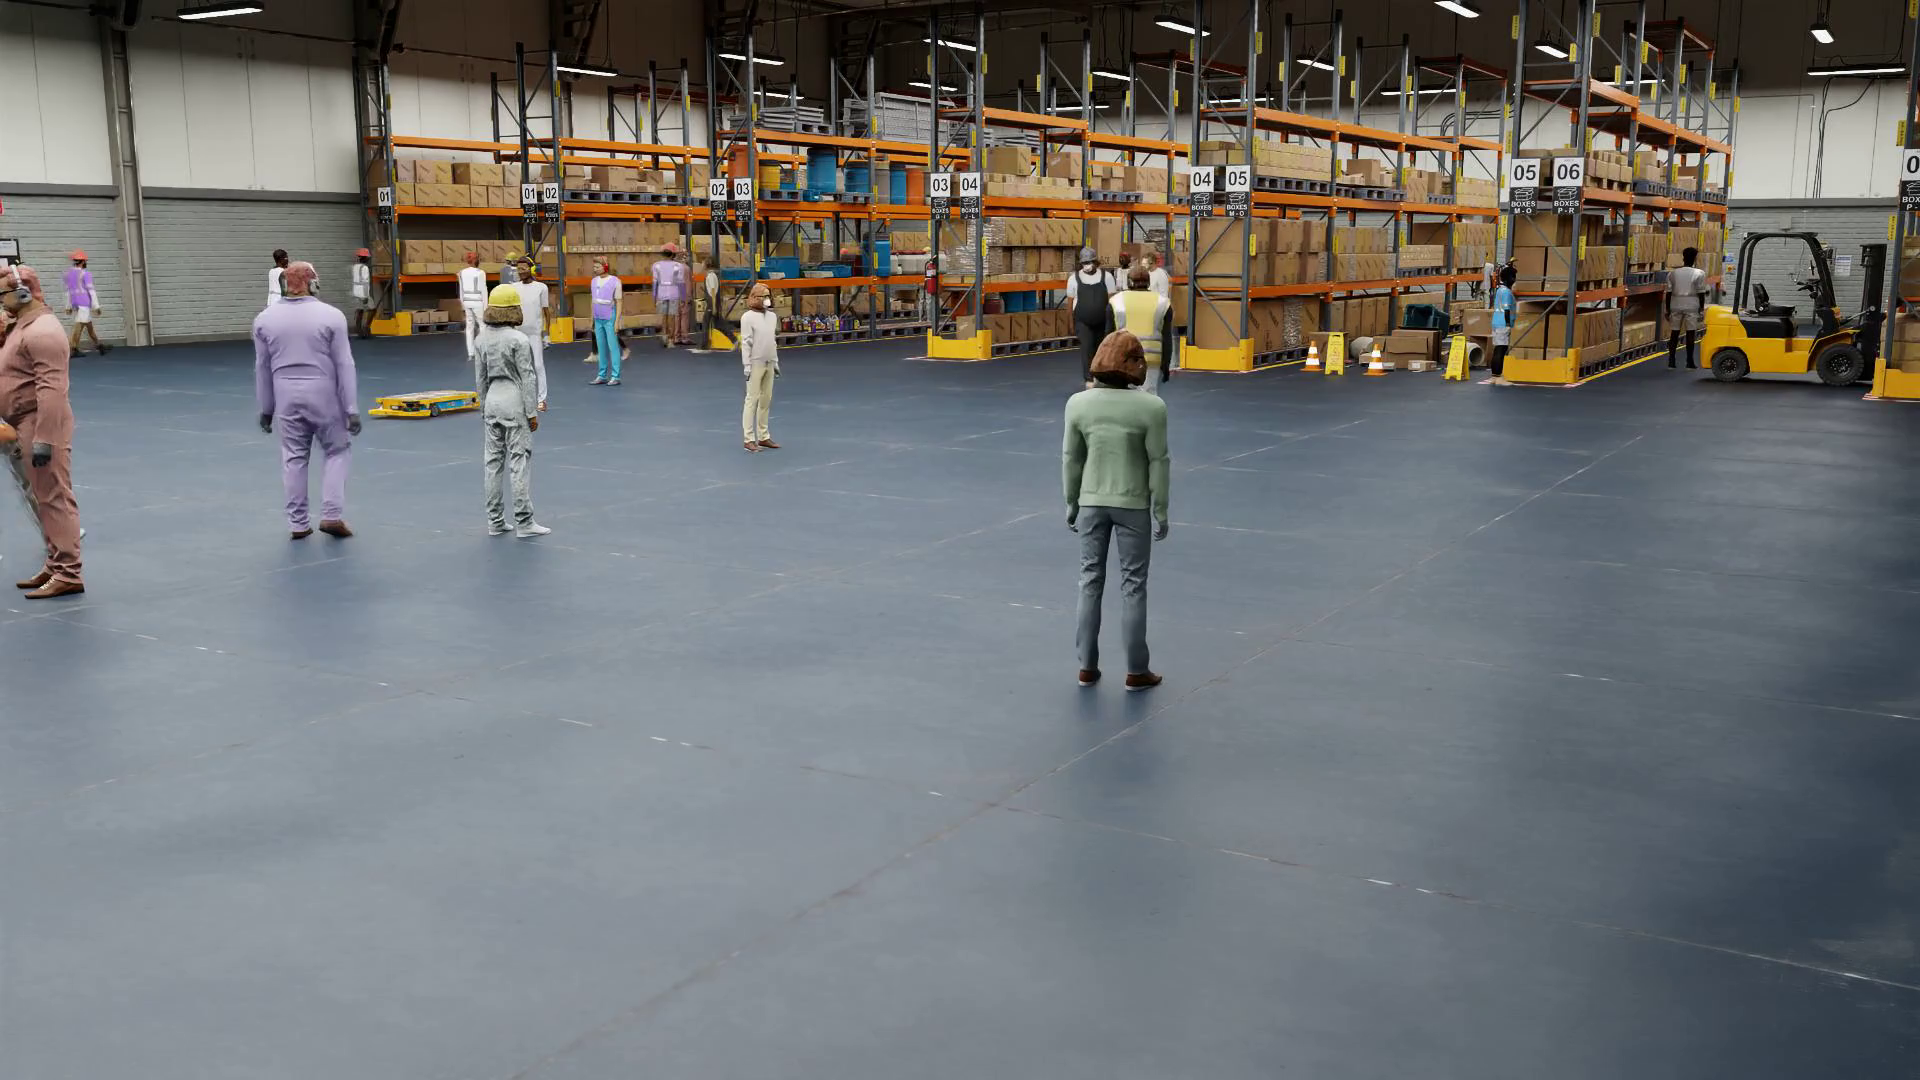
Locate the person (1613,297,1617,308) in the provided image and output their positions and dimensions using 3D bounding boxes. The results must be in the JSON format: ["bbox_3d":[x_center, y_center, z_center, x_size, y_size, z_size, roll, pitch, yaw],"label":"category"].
[{"bbox_3d":[16.192,-6.127,40.566,0.634,1.841,0.429,-7,12,-35],"label":"person"}]

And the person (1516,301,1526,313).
[{"bbox_3d":[13.267,-5.833,39.098,0.797,1.806,0.636,-3,11,-16],"label":"person"}]

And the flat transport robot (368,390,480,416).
[{"bbox_3d":[-6.291,-1.634,19.797,0.652,0.197,1.431,4,11,22],"label":"flat transport robot"}]

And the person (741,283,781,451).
[{"bbox_3d":[-1.949,-1.691,16.298,0.268,1.632,0.507,7,12,32],"label":"person"}]

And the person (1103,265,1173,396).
[{"bbox_3d":[1.649,-1.633,15.449,0.653,1.823,0.432,0,10,1],"label":"person"}]

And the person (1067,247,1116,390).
[{"bbox_3d":[1.845,-3.160,23.389,0.678,2.000,1.043,-1,10,-4],"label":"person"}]

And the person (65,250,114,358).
[{"bbox_3d":[-15.589,-4.212,29.701,0.570,1.884,0.967,5,11,26],"label":"person"}]

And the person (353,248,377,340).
[{"bbox_3d":[-12.544,-5.176,35.022,0.551,1.916,0.497,8,13,39],"label":"person"}]

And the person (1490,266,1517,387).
[{"bbox_3d":[7.729,-3.029,23.633,0.319,1.693,0.532,1,10,5],"label":"person"}]

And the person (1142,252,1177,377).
[{"bbox_3d":[2.958,-3.406,25.207,0.680,1.895,0.672,-4,11,-23],"label":"person"}]

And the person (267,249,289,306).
[{"bbox_3d":[-11.377,-3.901,27.878,0.395,1.920,0.587,-9,14,-41],"label":"person"}]

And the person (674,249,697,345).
[{"bbox_3d":[-5.507,-4.845,33.203,0.403,1.906,0.652,-8,13,-37],"label":"person"}]

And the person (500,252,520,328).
[{"bbox_3d":[-9.683,-5.296,35.977,0.633,1.822,0.406,8,13,38],"label":"person"}]

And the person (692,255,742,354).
[{"bbox_3d":[-4.458,-4.312,30.508,0.876,1.818,0.517,-1,10,-4],"label":"person"}]

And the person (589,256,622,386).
[{"bbox_3d":[-5.039,-3.120,23.731,0.564,1.837,0.388,7,12,33],"label":"person"}]

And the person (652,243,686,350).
[{"bbox_3d":[-5.543,-4.660,31.834,0.628,2.020,0.629,1,10,5],"label":"person"}]

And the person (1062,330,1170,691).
[{"bbox_3d":[0.711,-0.132,7.570,0.504,1.631,0.280,5,11,26],"label":"person"}]

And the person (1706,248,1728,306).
[{"bbox_3d":[18.153,-6.020,39.751,0.599,1.907,0.637,-9,14,-42],"label":"person"}]

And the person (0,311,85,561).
[{"bbox_3d":[-6.086,-0.664,10.656,0.508,1.580,0.832,3,11,17],"label":"person"}]

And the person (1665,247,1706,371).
[{"bbox_3d":[11.573,-3.688,26.552,0.609,1.964,0.367,8,13,39],"label":"person"}]

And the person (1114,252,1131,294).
[{"bbox_3d":[3.081,-4.480,31.300,0.592,1.859,0.752,7,13,36],"label":"person"}]

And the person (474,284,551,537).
[{"bbox_3d":[-3.116,-0.890,11.510,0.484,1.744,0.295,5,11,25],"label":"person"}]

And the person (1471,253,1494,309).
[{"bbox_3d":[12.292,-5.882,39.153,0.510,1.860,0.334,2,10,13],"label":"person"}]

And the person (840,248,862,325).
[{"bbox_3d":[-2.572,-5.679,37.873,0.548,1.914,0.841,6,12,31],"label":"person"}]

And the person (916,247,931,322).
[{"bbox_3d":[-0.840,-6.398,41.845,0.594,1.924,0.382,7,12,34],"label":"person"}]

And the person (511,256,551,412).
[{"bbox_3d":[-5.175,-2.469,20.000,0.514,1.871,0.327,1,10,8],"label":"person"}]

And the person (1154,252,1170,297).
[{"bbox_3d":[3.129,-3.734,27.051,0.566,1.895,0.944,3,11,17],"label":"person"}]

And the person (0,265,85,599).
[{"bbox_3d":[-5.306,-0.619,9.551,0.405,1.902,0.636,-7,12,-33],"label":"person"}]

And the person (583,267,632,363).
[{"bbox_3d":[-6.018,-3.861,28.357,0.801,1.667,0.528,-8,13,-37],"label":"person"}]

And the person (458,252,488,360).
[{"bbox_3d":[-8.353,-4.052,28.872,0.608,1.875,0.585,4,11,22],"label":"person"}]

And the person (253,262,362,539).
[{"bbox_3d":[-4.457,-0.940,11.402,0.749,1.893,0.392,0,10,2],"label":"person"}]

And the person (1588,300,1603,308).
[{"bbox_3d":[15.522,-6.152,40.618,0.647,1.888,1.038,3,10,14],"label":"person"}]

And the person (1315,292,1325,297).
[{"bbox_3d":[10.107,-7.284,46.702,0.455,1.970,0.712,-1,10,-5],"label":"person"}]
